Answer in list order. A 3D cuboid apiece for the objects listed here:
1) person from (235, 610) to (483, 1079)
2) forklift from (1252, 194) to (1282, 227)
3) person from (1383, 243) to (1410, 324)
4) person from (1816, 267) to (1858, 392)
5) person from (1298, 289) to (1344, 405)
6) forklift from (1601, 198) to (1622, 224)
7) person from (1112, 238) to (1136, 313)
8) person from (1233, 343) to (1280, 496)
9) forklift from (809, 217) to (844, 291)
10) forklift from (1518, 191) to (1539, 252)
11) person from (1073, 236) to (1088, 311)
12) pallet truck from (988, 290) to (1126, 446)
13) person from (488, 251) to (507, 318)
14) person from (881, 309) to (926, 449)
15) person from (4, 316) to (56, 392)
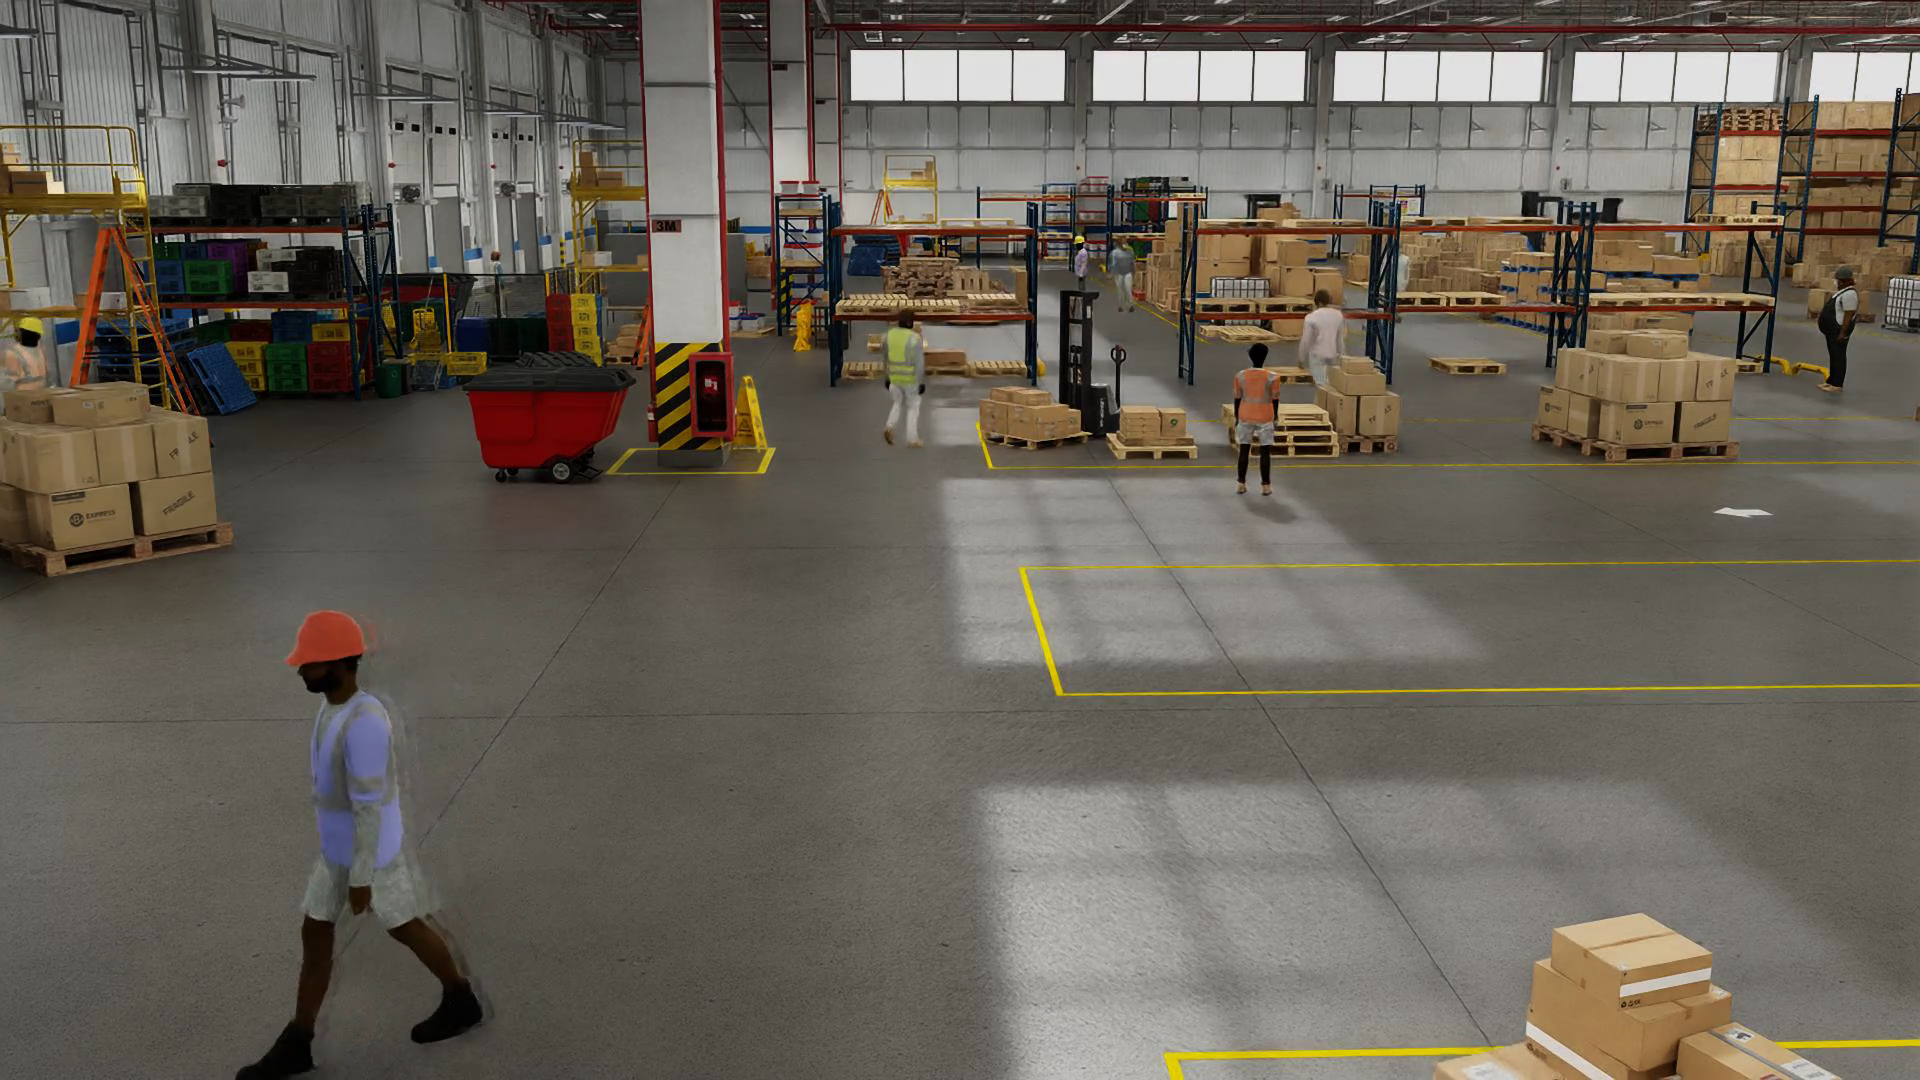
[{"bbox_3d":[-2.396,1.193,6.610,0.977,1.890,0.558,-10,16,-37],"label":"person"},{"bbox_3d":[10.095,-10.036,55.033,1.129,2.768,1.873,0,12,-1],"label":"forklift"},{"bbox_3d":[10.404,-6.147,39.714,0.638,1.898,1.010,1,13,3],"label":"person"},{"bbox_3d":[14.308,-3.441,27.170,0.539,2.000,0.689,4,13,16],"label":"person"},{"bbox_3d":[5.075,-2.619,23.741,0.662,1.910,0.846,-6,14,-25],"label":"person"},{"bbox_3d":[18.157,-8.170,46.607,1.873,2.768,1.129,6,14,27],"label":"forklift"},{"bbox_3d":[4.185,-6.713,42.294,0.628,1.880,1.041,-1,13,-6],"label":"person"},{"bbox_3d":[3.285,-1.337,18.468,0.529,1.695,0.318,5,13,21],"label":"person"},{"bbox_3d":[-4.373,-8.620,48.640,1.873,2.768,1.129,0,12,-2],"label":"forklift"},{"bbox_3d":[21.467,-11.785,62.930,1.873,2.768,1.129,0,12,-2],"label":"forklift"},{"bbox_3d":[3.117,-6.875,42.933,0.366,1.927,0.585,0,12,-1],"label":"person"},{"bbox_3d":[1.257,-2.299,22.111,1.885,1.965,0.823,-9,15,-35],"label":"pallet truck"},{"bbox_3d":[-11.386,-6.264,40.855,0.525,1.632,0.323,12,17,43],"label":"person"},{"bbox_3d":[-0.723,-2.067,21.452,0.648,1.826,0.520,8,15,31],"label":"person"},{"bbox_3d":[-11.098,-1.720,19.763,0.859,1.882,0.591,1,13,5],"label":"person"}]
